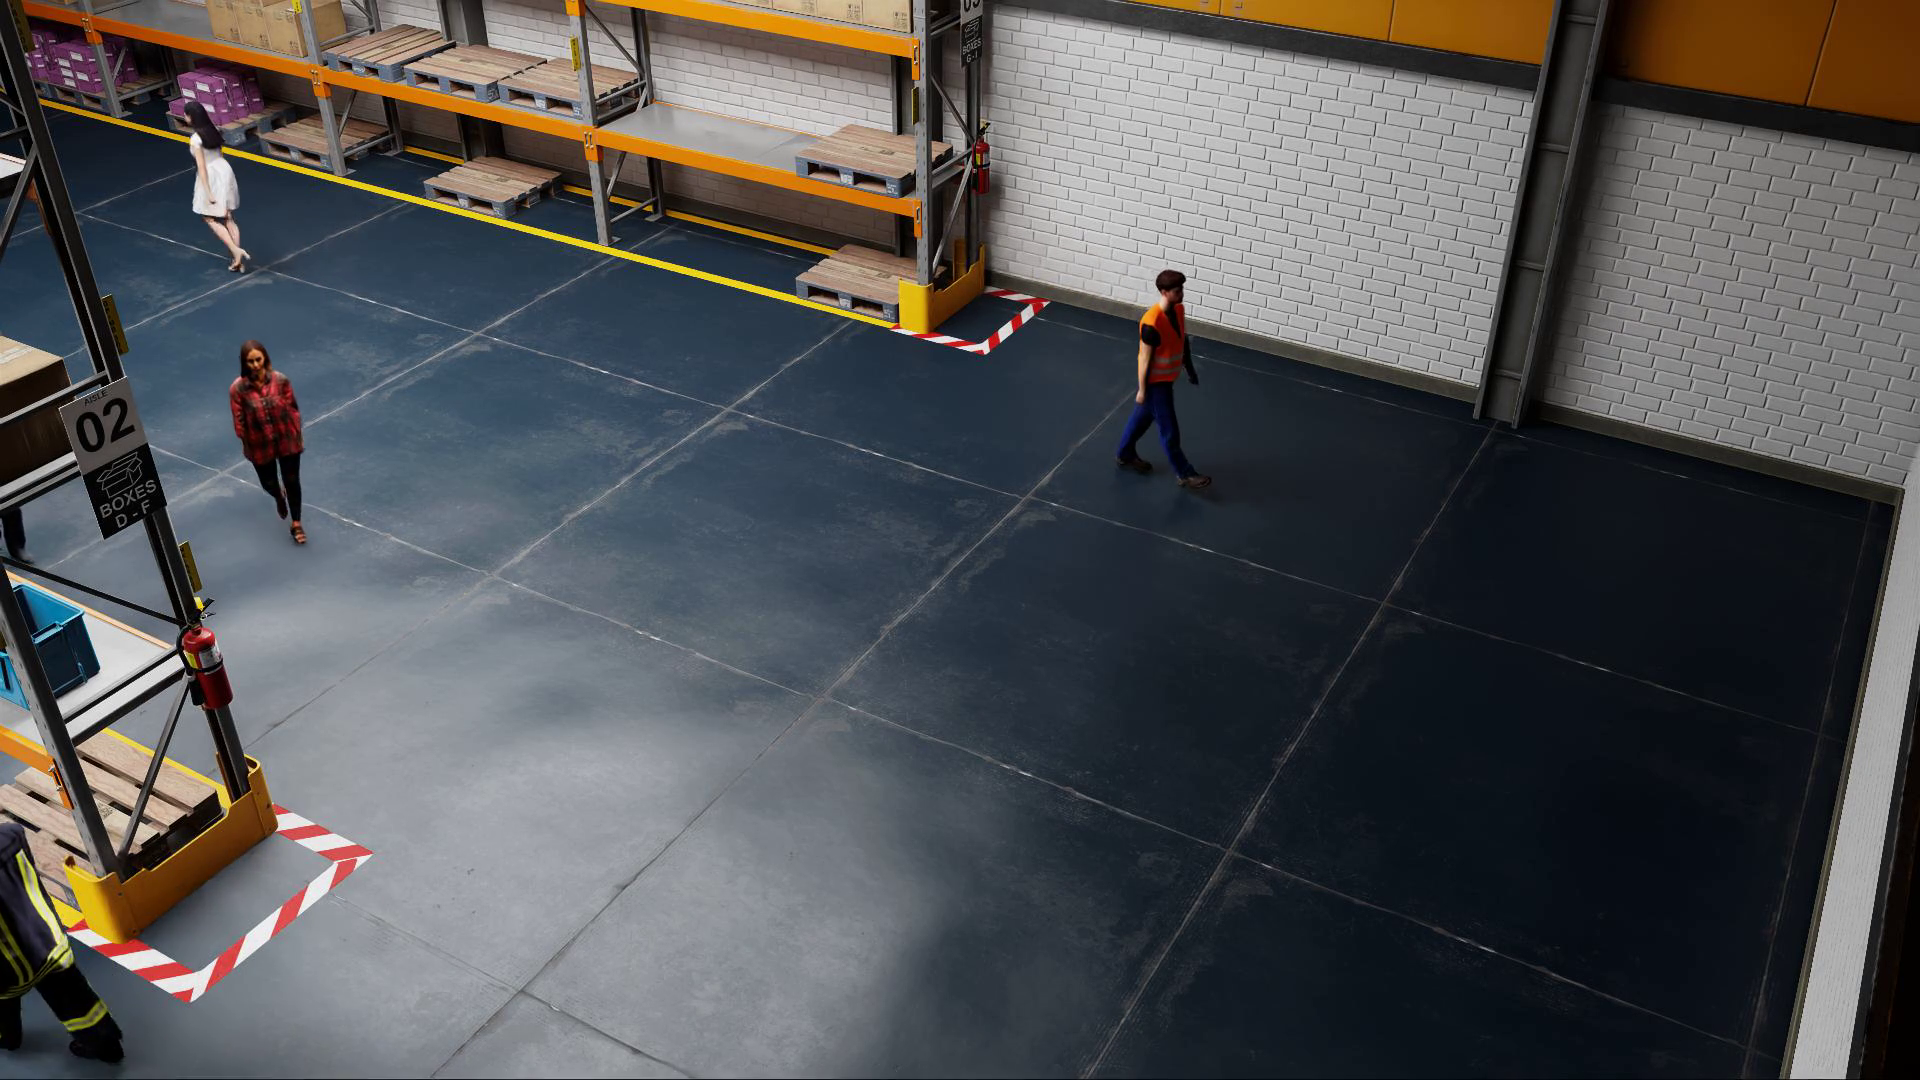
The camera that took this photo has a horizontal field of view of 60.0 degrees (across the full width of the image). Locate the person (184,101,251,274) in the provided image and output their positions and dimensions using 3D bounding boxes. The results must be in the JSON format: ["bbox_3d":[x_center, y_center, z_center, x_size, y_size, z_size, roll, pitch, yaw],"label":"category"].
[{"bbox_3d":[-7.408,-3.537,16.792,0.742,1.757,0.656,11,35,16],"label":"person"}]

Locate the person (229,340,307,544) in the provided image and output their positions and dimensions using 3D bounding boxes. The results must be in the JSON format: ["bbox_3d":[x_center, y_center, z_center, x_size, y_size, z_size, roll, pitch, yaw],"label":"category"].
[{"bbox_3d":[-5.252,-0.777,12.695,0.792,1.694,0.858,-17,37,-24],"label":"person"}]

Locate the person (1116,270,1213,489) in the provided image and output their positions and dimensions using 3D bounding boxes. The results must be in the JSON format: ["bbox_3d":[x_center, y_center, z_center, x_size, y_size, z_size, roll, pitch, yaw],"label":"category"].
[{"bbox_3d":[1.519,-1.326,13.381,1.103,1.849,0.696,18,37,25],"label":"person"}]

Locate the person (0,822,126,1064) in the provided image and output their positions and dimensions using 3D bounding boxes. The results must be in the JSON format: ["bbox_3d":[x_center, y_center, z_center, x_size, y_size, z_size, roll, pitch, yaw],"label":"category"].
[{"bbox_3d":[-4.727,2.017,8.410,1.225,1.784,0.912,10,35,15],"label":"person"}]
